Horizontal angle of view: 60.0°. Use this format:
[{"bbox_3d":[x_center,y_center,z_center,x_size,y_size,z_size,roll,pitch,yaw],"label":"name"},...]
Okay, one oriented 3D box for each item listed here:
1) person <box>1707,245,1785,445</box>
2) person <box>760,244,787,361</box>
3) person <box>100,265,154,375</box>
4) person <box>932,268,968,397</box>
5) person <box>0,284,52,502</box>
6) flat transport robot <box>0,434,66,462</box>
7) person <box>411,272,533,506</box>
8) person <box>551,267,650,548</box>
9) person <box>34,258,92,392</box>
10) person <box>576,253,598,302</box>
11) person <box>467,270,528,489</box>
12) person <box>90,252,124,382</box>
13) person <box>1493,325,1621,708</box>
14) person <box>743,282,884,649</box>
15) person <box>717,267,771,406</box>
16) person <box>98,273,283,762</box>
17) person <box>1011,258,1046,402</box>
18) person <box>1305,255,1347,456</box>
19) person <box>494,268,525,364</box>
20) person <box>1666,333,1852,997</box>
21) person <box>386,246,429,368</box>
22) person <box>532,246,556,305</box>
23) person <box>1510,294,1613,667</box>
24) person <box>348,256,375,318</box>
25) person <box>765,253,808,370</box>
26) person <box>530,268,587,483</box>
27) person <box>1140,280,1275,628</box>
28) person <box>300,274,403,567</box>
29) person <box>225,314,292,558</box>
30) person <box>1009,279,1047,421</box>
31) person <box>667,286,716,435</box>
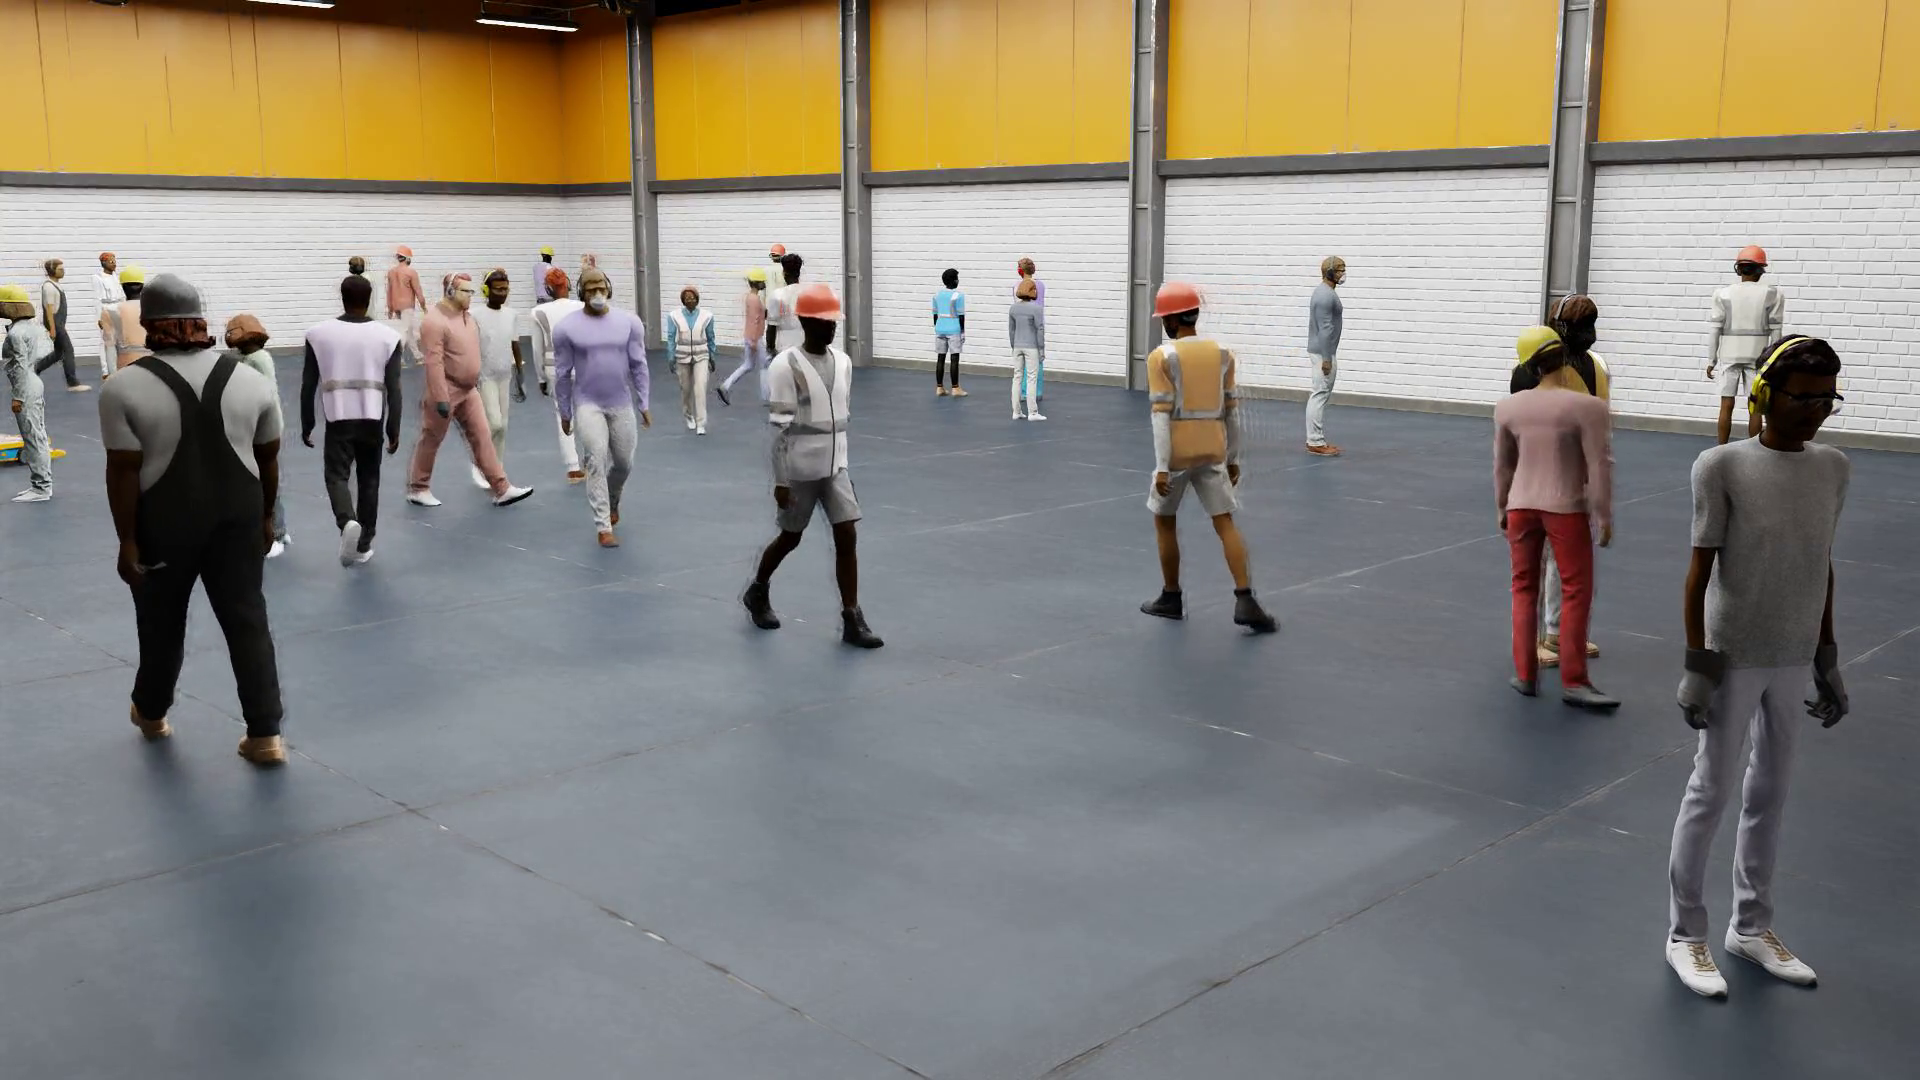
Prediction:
[{"bbox_3d":[7.131,-1.652,15.153,0.609,2.040,0.395,5,11,24],"label":"person"},{"bbox_3d":[-2.855,-3.667,26.266,0.612,1.995,0.376,3,11,14],"label":"person"},{"bbox_3d":[-7.251,-1.496,14.781,0.610,1.876,0.995,-7,13,-34],"label":"person"},{"bbox_3d":[-0.141,-2.741,22.019,0.536,1.699,0.321,8,13,39],"label":"person"},{"bbox_3d":[-7.544,-1.179,13.388,0.294,1.744,0.486,-4,11,-21],"label":"person"},{"bbox_3d":[-9.122,-0.800,15.338,0.652,0.197,1.431,5,12,26],"label":"flat transport robot"},{"bbox_3d":[-3.917,-1.163,13.025,1.040,1.837,0.675,3,11,18],"label":"person"},{"bbox_3d":[-2.503,-0.935,11.589,0.642,1.922,0.750,-4,11,-20],"label":"person"},{"bbox_3d":[-12.337,-2.906,22.591,0.744,1.824,0.521,-4,11,-22],"label":"person"},{"bbox_3d":[-5.605,-3.454,25.471,0.979,1.865,0.657,-3,11,-15],"label":"person"},{"bbox_3d":[-3.884,-1.321,13.907,0.402,1.838,0.533,8,13,36],"label":"person"},{"bbox_3d":[-12.403,-3.253,24.312,0.353,1.883,0.572,2,11,11],"label":"person"},{"bbox_3d":[2.784,-0.110,7.631,0.307,1.720,0.744,-10,14,-42],"label":"person"},{"bbox_3d":[-0.814,-0.407,8.768,0.956,1.903,0.558,10,14,43],"label":"person"},{"bbox_3d":[-2.626,-2.518,20.686,0.762,1.743,0.521,-3,11,-16],"label":"person"},{"bbox_3d":[-3.141,-0.125,6.824,0.703,2.000,1.048,-10,14,-43],"label":"person"},{"bbox_3d":[0.885,-2.677,21.283,0.395,1.841,0.564,9,13,39],"label":"person"},{"bbox_3d":[3.550,-1.787,16.173,0.354,1.936,0.635,2,11,10],"label":"person"},{"bbox_3d":[-7.688,-3.699,27.521,0.832,1.599,0.494,2,10,8],"label":"person"},{"bbox_3d":[2.273,0.359,4.696,0.514,1.857,0.329,-3,11,-14],"label":"person"},{"bbox_3d":[-8.907,-3.776,26.982,0.619,1.949,0.986,7,12,32],"label":"person"},{"bbox_3d":[-8.033,-4.745,32.356,0.583,1.919,0.388,6,12,30],"label":"person"},{"bbox_3d":[3.024,-0.301,8.331,0.626,1.844,0.429,-7,13,-34],"label":"person"},{"bbox_3d":[-9.131,-3.449,25.543,0.711,1.820,0.626,-6,12,-31],"label":"person"},{"bbox_3d":[-1.683,-1.946,16.999,0.623,1.950,0.414,-7,12,-32],"label":"person"},{"bbox_3d":[-3.398,-1.446,14.585,0.656,1.837,0.872,-2,11,-10],"label":"person"},{"bbox_3d":[1.338,-0.453,9.057,0.608,1.898,0.770,-4,11,-21],"label":"person"},{"bbox_3d":[-3.878,-0.747,10.655,0.649,1.882,0.794,-4,11,-21],"label":"person"},{"bbox_3d":[-4.681,-0.701,11.161,0.346,1.606,0.569,-9,13,-39],"label":"person"},{"bbox_3d":[0.778,-2.196,19.225,0.500,1.636,0.286,9,14,41],"label":"person"},{"bbox_3d":[-2.913,-1.964,18.052,0.524,1.602,0.763,-1,10,-8],"label":"person"}]
